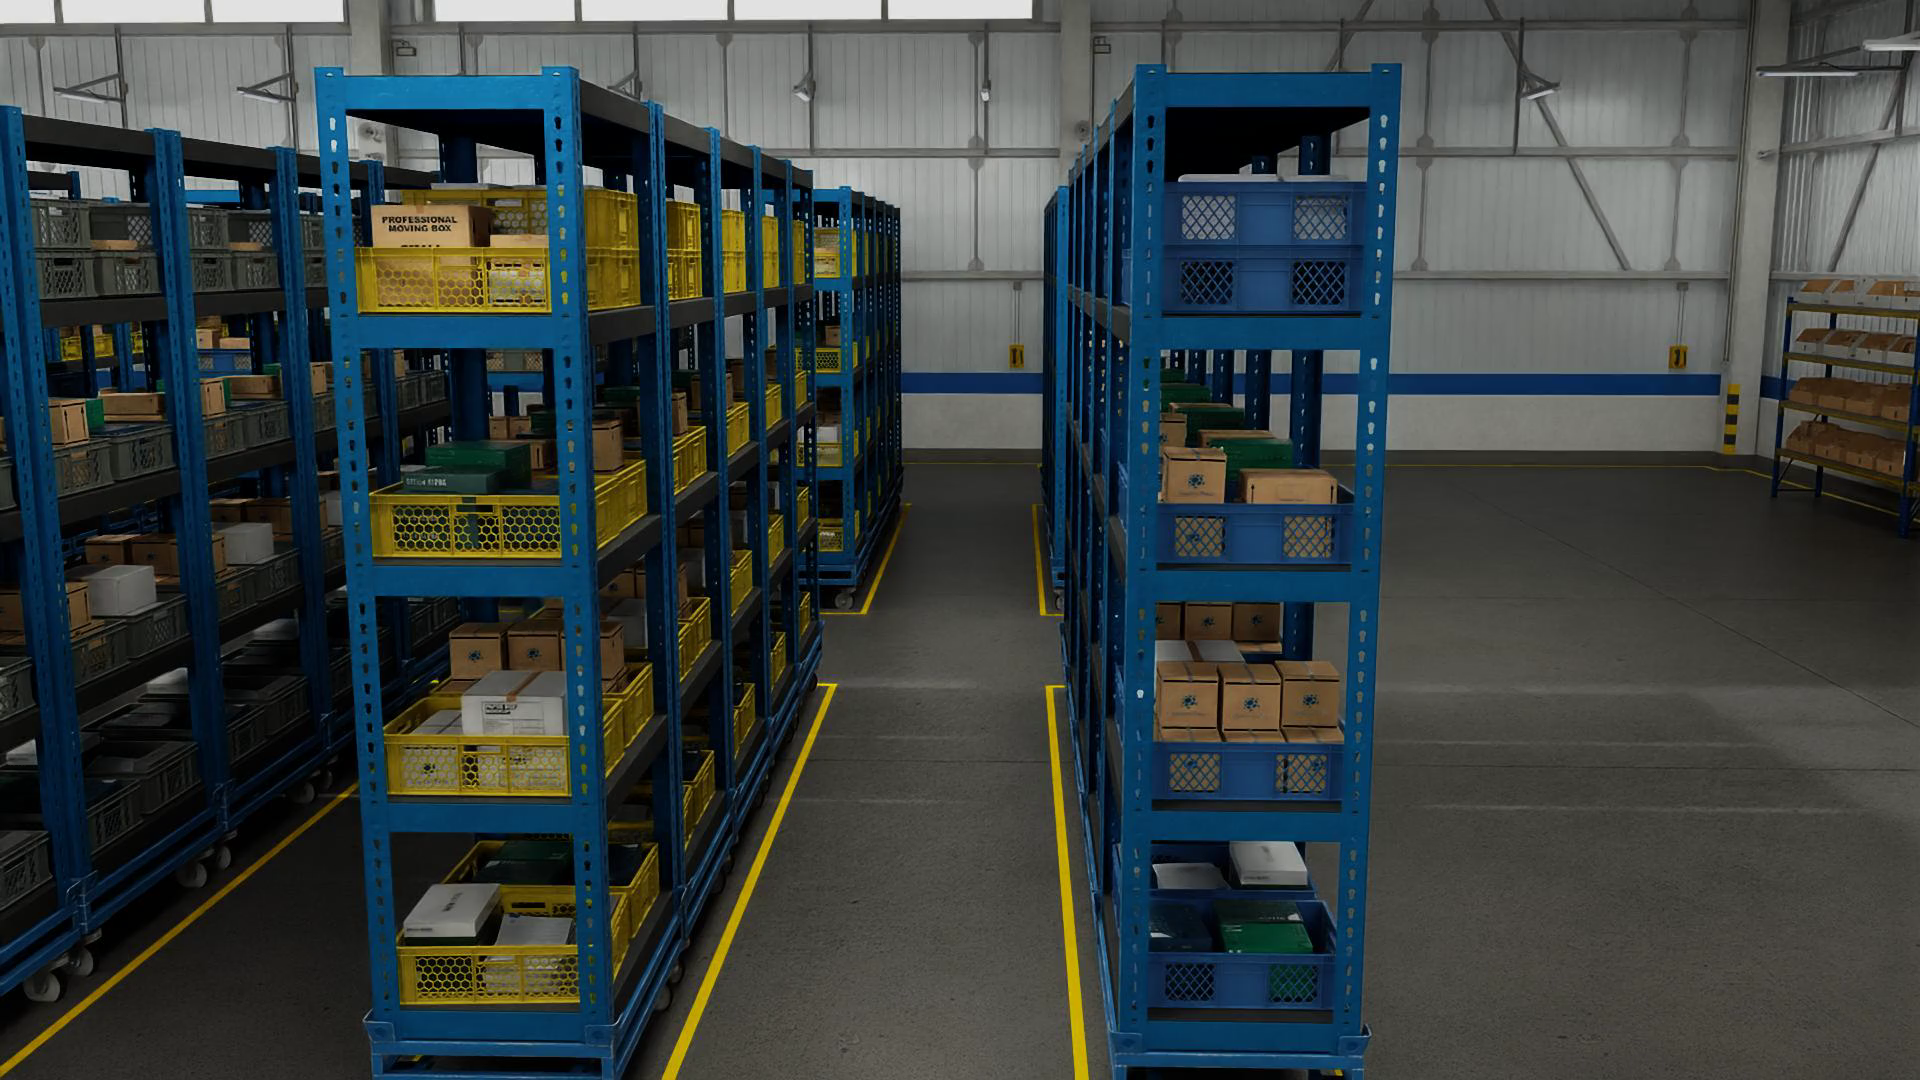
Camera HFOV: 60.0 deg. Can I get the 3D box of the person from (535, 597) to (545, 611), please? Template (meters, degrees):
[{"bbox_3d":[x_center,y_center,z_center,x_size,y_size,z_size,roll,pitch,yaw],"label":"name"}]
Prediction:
[{"bbox_3d":[-2.862,0.164,11.499,0.406,1.844,0.565,-1,10,-6],"label":"person"}]
